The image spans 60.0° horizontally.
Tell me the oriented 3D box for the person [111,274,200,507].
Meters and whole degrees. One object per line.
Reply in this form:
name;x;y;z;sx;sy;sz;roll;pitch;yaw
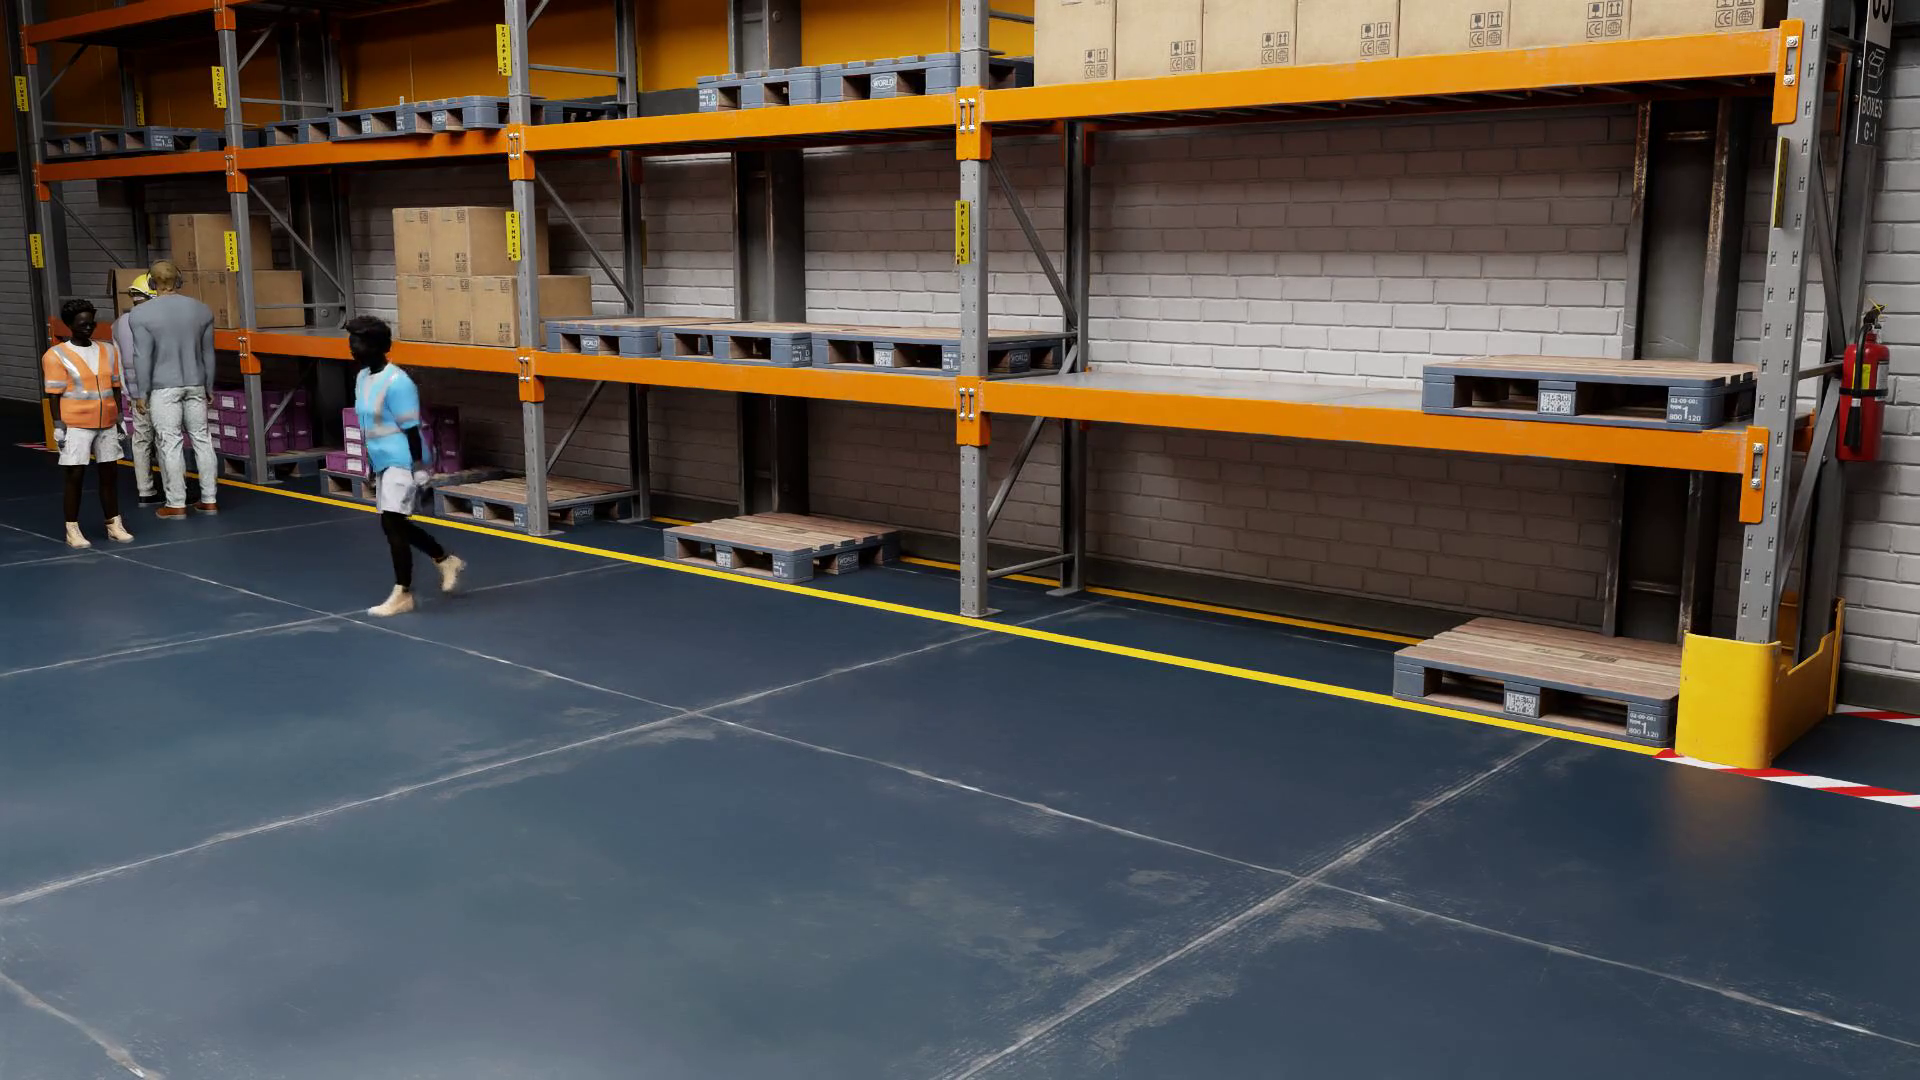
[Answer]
person;-6.272;-1.152;12.962;0.587;1.823;0.403;4;11;20

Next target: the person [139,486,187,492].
person;-6.674;-1.198;13.789;0.277;1.629;0.496;7;12;35

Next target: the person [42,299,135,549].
person;-5.902;-0.782;11.252;0.320;1.687;0.533;6;11;29

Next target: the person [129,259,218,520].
person;-5.868;-1.118;12.449;0.379;1.937;0.629;8;13;37

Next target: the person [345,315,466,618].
person;-3.071;-0.429;9.265;0.582;1.661;0.549;-9;13;-41
